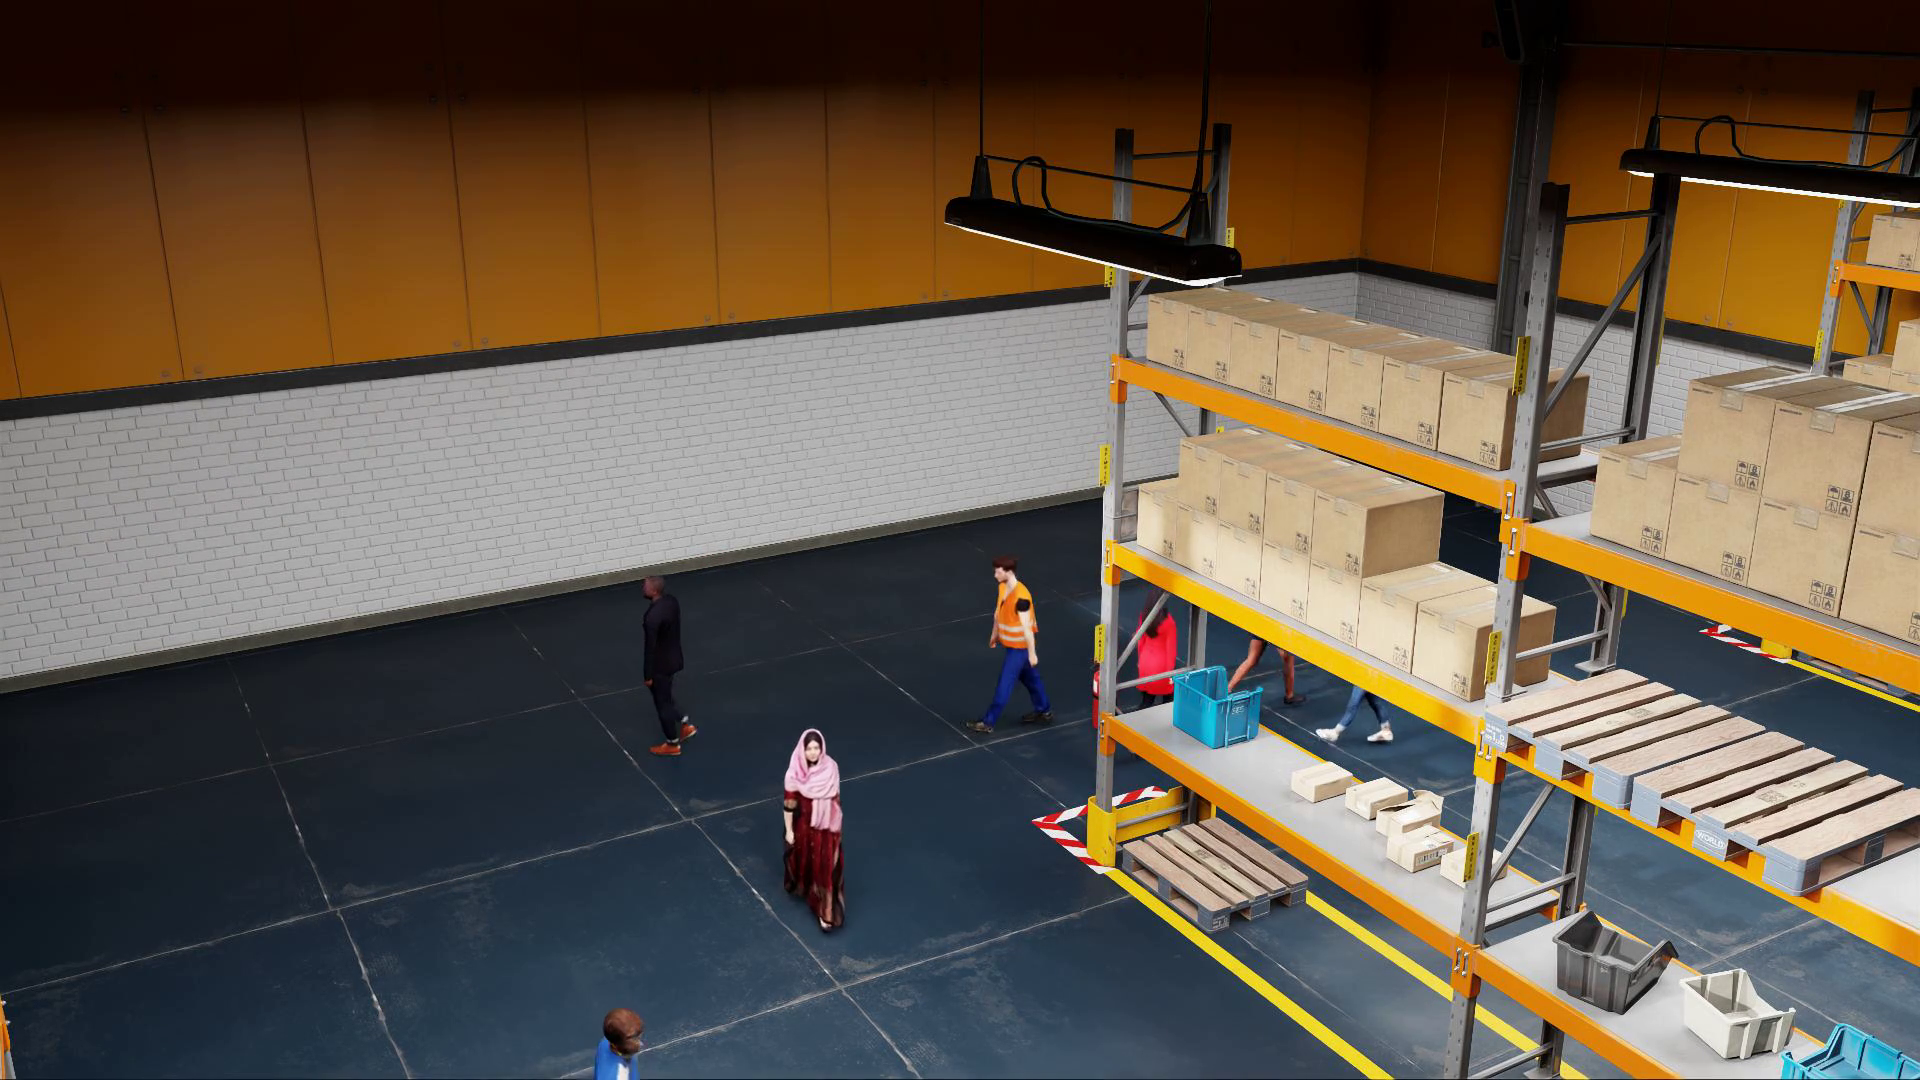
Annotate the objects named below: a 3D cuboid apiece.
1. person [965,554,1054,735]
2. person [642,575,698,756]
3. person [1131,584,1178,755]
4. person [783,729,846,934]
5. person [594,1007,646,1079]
[{"bbox_3d":[0.633,1.012,16.163,1.034,1.831,1.218,-5,19,-15],"label":"person"},{"bbox_3d":[-2.712,1.186,15.688,0.933,1.805,0.862,3,19,10],"label":"person"},{"bbox_3d":[1.805,1.245,15.631,0.920,1.730,0.829,17,25,41],"label":"person"},{"bbox_3d":[-1.172,2.199,12.994,0.739,1.605,1.078,-6,20,-17],"label":"person"},{"bbox_3d":[-1.960,3.348,9.235,0.936,1.825,0.675,-12,22,-32],"label":"person"}]
